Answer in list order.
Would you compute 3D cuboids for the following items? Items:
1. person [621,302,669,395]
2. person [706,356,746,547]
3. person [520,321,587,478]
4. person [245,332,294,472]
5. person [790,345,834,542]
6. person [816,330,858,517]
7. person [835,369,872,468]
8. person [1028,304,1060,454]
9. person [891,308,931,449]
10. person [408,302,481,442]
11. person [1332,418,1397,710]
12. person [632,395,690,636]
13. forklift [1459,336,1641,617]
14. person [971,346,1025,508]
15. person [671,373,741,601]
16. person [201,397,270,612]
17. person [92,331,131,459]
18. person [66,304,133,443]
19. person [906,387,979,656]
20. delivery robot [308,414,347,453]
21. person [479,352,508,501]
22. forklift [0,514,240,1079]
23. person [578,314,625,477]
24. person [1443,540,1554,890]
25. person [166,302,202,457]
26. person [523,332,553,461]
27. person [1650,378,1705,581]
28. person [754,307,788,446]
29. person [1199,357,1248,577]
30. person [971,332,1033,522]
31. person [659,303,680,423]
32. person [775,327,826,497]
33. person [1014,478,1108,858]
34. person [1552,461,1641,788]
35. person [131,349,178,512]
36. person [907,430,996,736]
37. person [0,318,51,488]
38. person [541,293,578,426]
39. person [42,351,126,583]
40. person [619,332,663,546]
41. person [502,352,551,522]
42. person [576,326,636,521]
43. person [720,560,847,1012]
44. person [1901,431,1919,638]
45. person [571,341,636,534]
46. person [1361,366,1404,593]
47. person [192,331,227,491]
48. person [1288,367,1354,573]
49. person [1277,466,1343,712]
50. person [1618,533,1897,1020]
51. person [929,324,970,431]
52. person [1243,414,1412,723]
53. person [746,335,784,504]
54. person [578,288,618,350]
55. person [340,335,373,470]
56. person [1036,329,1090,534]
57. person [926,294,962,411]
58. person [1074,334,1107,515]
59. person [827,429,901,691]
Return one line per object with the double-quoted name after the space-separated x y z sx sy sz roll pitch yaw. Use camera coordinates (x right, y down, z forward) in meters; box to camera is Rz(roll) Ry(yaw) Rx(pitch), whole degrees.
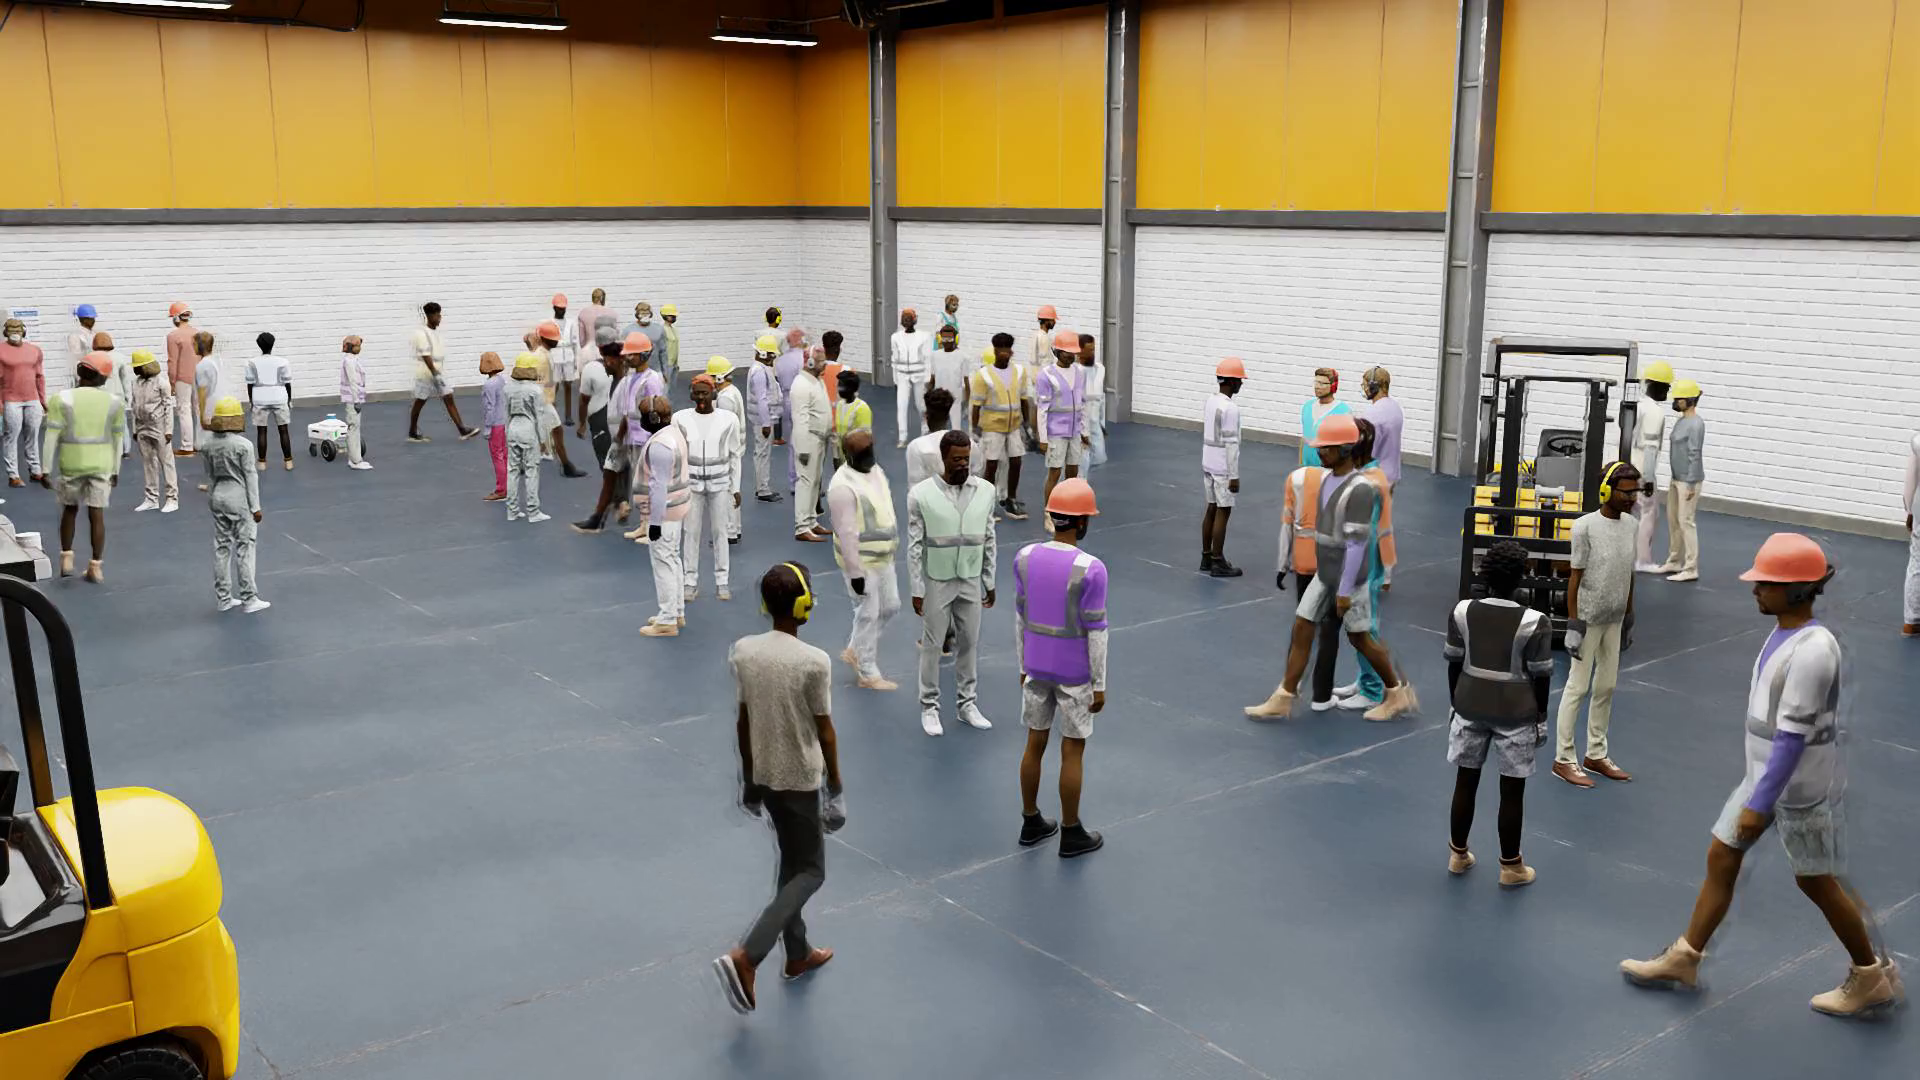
-4.201 -2.218 22.233 0.636 1.929 0.373 -7 14 -31 "person"
-2.241 -0.843 15.853 0.403 1.820 0.602 -1 12 -3 "person"
-4.944 -1.650 19.673 0.913 1.879 0.648 -3 12 -14 "person"
-8.354 -1.668 20.149 0.535 1.688 0.321 -4 12 -19 "person"
-1.417 -0.933 16.107 0.396 1.899 0.664 2 12 8 "person"
-1.334 -1.188 17.194 0.610 1.955 0.389 2 12 11 "person"
-1.017 -0.804 15.989 0.329 1.683 0.541 -8 14 -34 "person"
1.103 -2.078 21.531 0.377 1.933 0.551 -2 12 -10 "person"
-0.632 -2.173 22.206 0.572 1.855 0.913 3 12 12 "person"
-7.071 -2.251 22.430 1.052 1.896 0.588 4 12 17 "person"
2.636 0.154 10.831 0.397 1.905 0.594 2 12 10 "person"
-2.272 -0.191 12.675 0.429 1.832 0.634 0 12 -1 "person"
4.683 -0.471 13.136 1.214 2.155 2.313 4 12 20 "forklift"
0.240 -1.167 17.543 0.779 1.782 0.604 2 12 9 "person"
-2.089 -0.431 13.702 0.575 1.883 0.362 -1 12 -4 "person"
-5.819 -0.283 13.354 0.481 1.734 0.327 4 12 20 "person"
-10.738 -1.814 20.992 0.278 1.633 0.506 9 15 37 "person"
-11.706 -2.218 22.299 1.005 1.902 0.631 3 12 13 "person"
-0.128 -0.135 12.154 0.610 1.937 0.498 -8 14 -35 "person"
-7.994 -1.362 21.192 0.707 0.478 0.477 9 15 39 "delivery robot"
-5.107 -1.247 18.248 0.284 1.633 0.500 0 12 0 "person"
-3.687 1.115 5.480 2.313 2.155 1.214 -9 15 -36 "forklift"
-4.020 -1.648 19.193 0.689 2.000 1.043 -4 12 -20 "person"
2.588 0.838 8.018 0.537 1.700 0.318 10 15 39 "person"
-9.905 -2.054 21.307 0.412 1.983 0.619 4 12 18 "person"
-5.298 -1.780 20.831 0.313 1.631 0.524 7 14 32 "person"
6.262 -0.521 14.440 0.342 1.761 0.531 1 12 4 "person"
-2.505 -2.185 22.254 0.527 1.856 0.346 4 12 18 "person"
2.325 -0.640 14.604 0.387 1.929 0.547 -3 12 -12 "person"
0.435 -1.156 17.044 0.691 1.956 0.405 -7 13 -30 "person"
-4.224 -2.564 24.287 0.313 1.767 0.534 3 12 12 "person"
-1.742 -1.414 18.503 0.432 1.869 0.788 -9 15 -36 "person"
0.530 0.642 8.416 0.545 1.929 0.390 9 15 37 "person"
3.627 0.473 9.403 0.509 1.860 0.334 -6 13 -26 "person"
-8.530 -1.151 17.540 0.483 1.735 0.316 3 12 16 "person"
-0.052 0.255 10.328 0.589 1.911 0.384 -5 13 -25 "person"
-10.808 -1.584 19.142 0.376 1.937 0.629 7 14 30 "person"
-5.835 -2.634 24.238 0.558 1.925 0.629 -8 14 -33 "person"
-7.546 -0.620 14.376 0.721 1.982 0.483 -9 15 -37 "person"
-3.032 -0.962 15.877 0.382 2.043 0.605 -6 13 -28 "person"
-4.458 -1.057 17.096 0.488 1.736 0.366 5 13 23 "person"
-3.574 -1.240 17.223 0.678 2.000 0.957 -9 15 -38 "person"
-0.754 1.017 6.840 0.518 1.845 0.717 9 15 37 "person"
7.336 -0.191 12.383 0.405 1.947 0.605 -7 14 -30 "person"
-3.309 -1.001 16.397 1.039 1.910 0.626 -8 14 -33 "person"
3.464 -0.482 13.850 0.388 1.928 0.638 8 14 33 "person"
-8.370 -1.434 18.670 0.519 1.829 0.523 2 12 8 "person"
3.184 -0.591 14.552 0.390 1.850 0.563 -8 14 -34 "person"
2.385 0.157 10.845 0.606 1.894 0.544 6 13 27 "person"
3.345 0.961 6.725 1.045 1.999 0.630 2 12 11 "person"
-0.134 -1.579 19.309 0.517 1.860 0.322 4 12 20 "person"
2.385 0.197 10.436 1.064 1.985 0.622 -3 12 -14 "person"
-2.116 -1.313 18.109 0.403 1.823 0.588 -2 12 -10 "person"
-5.483 -2.858 25.287 0.629 1.939 0.372 3 12 14 "person"
-7.407 -1.683 20.339 0.312 1.638 0.512 -5 13 -23 "person"
1.034 -1.061 16.405 0.612 2.029 0.407 -9 15 -38 "person"
-0.282 -2.864 25.602 0.519 1.821 0.702 8 14 34 "person"
1.287 -1.225 17.497 0.612 1.899 0.493 -10 16 -41 "person"
-0.637 0.141 11.172 0.456 1.816 0.710 5 13 23 "person"
